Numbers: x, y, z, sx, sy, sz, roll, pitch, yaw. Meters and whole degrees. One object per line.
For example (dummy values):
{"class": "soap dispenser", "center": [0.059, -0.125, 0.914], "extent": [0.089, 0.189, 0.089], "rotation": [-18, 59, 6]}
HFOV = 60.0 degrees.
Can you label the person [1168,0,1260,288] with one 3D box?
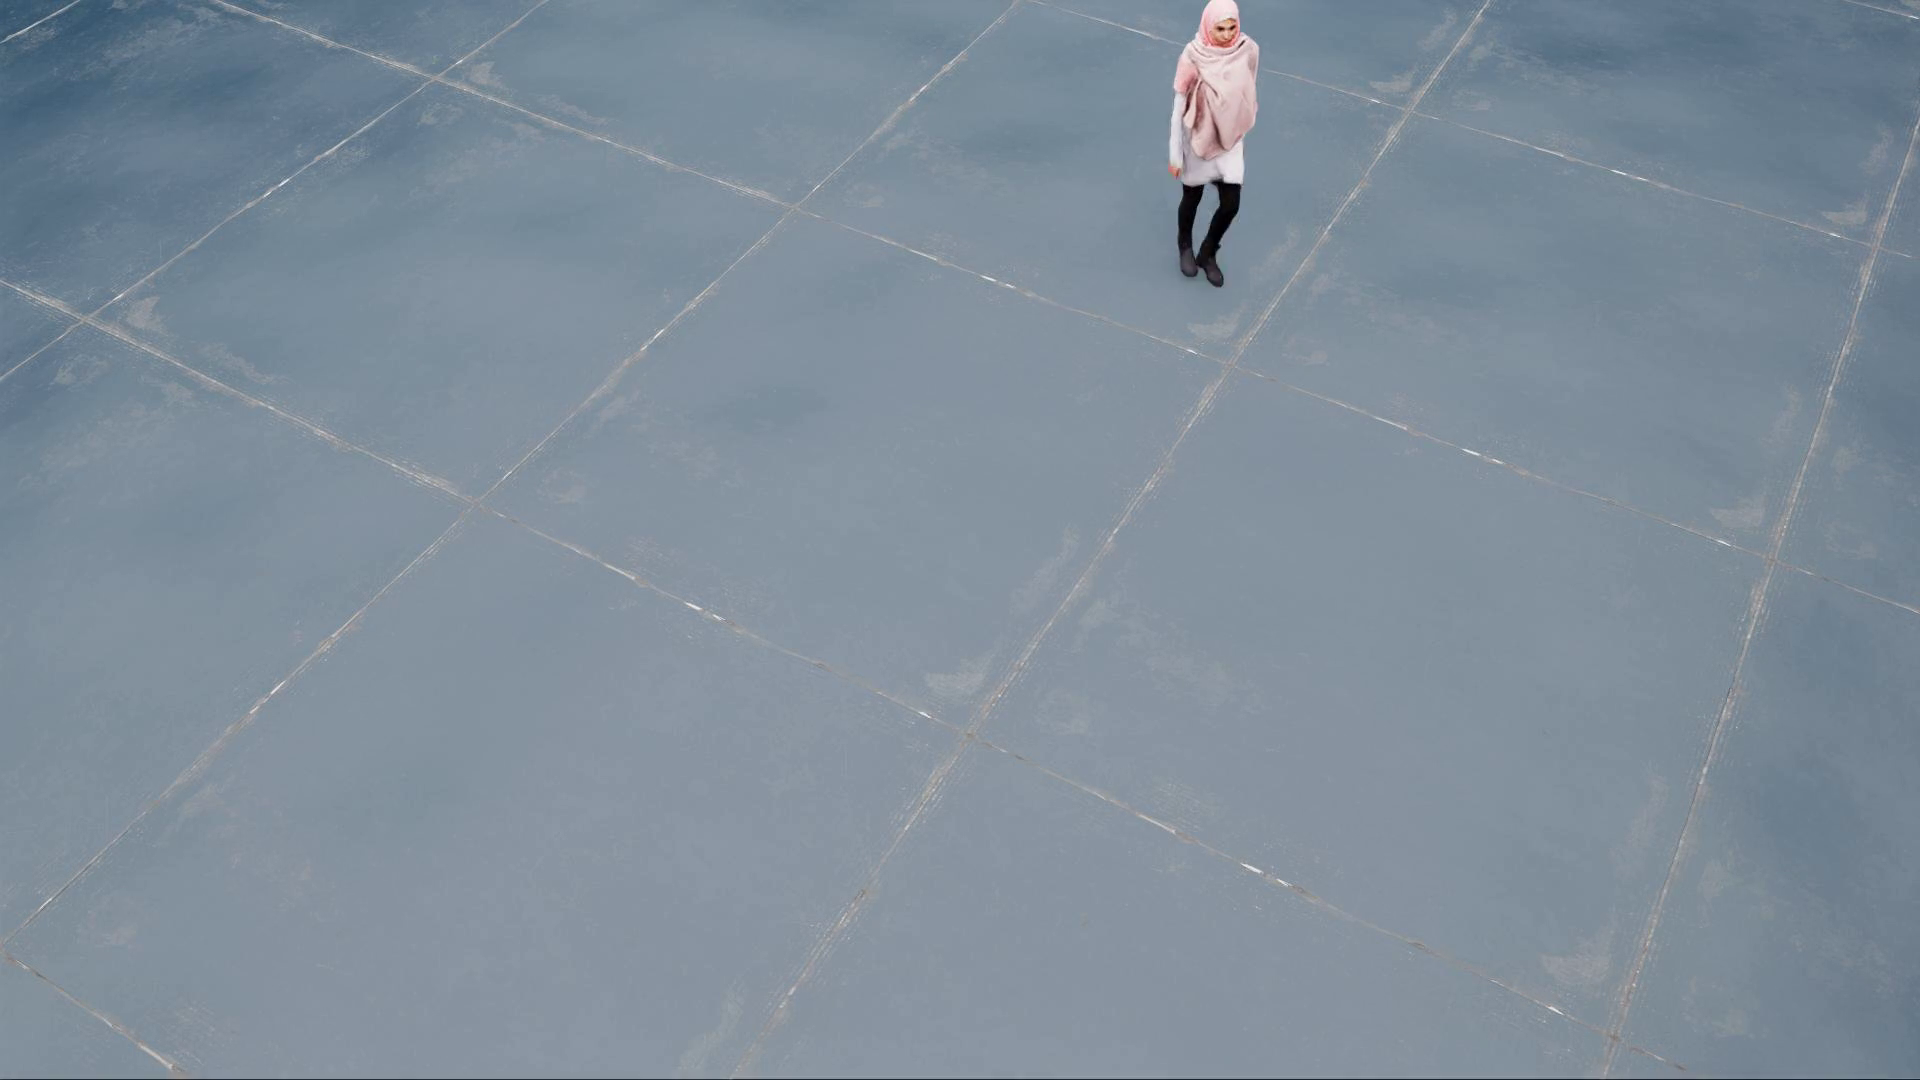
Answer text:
{"class": "person", "center": [1.384, -2.299, 9.474], "extent": [0.800, 1.790, 0.861], "rotation": [-11, 48, -10]}
